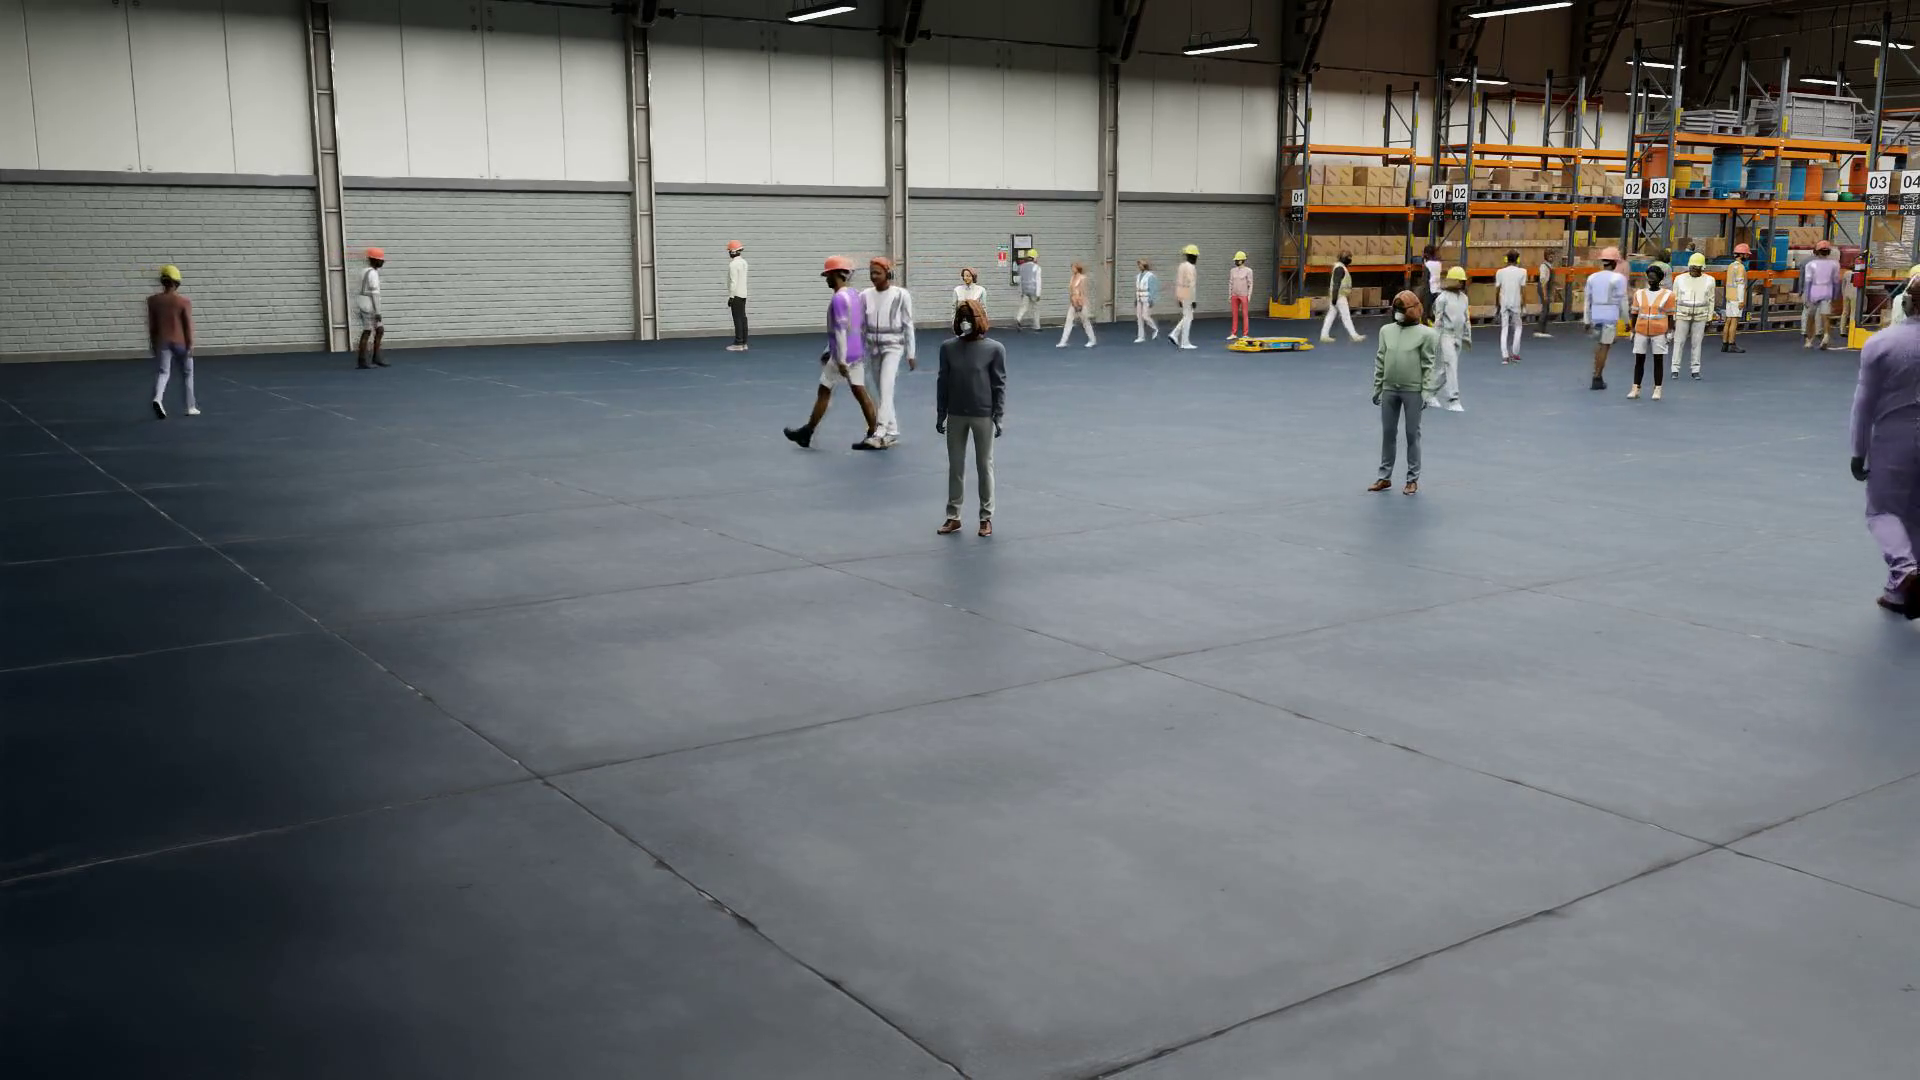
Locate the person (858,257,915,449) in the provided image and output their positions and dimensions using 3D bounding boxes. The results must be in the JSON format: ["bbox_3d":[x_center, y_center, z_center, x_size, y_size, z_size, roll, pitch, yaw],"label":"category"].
[{"bbox_3d":[-0.806,-1.802,16.147,0.619,1.848,0.869,6,12,29],"label":"person"}]

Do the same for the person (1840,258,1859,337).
[{"bbox_3d":[18.208,-4.936,33.933,0.283,1.633,0.501,-3,11,-18],"label":"person"}]

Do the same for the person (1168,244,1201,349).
[{"bbox_3d":[4.191,-4.476,30.648,0.463,1.913,0.602,-2,11,-11],"label":"person"}]

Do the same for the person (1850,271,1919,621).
[{"bbox_3d":[5.120,-0.488,8.891,0.639,1.885,0.737,1,10,8],"label":"person"}]

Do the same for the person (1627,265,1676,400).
[{"bbox_3d":[8.748,-2.618,21.050,0.539,1.695,0.318,8,13,37],"label":"person"}]

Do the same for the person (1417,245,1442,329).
[{"bbox_3d":[9.333,-4.903,33.029,0.541,1.897,0.597,8,13,38],"label":"person"}]

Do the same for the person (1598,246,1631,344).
[{"bbox_3d":[12.379,-4.670,31.812,0.838,1.874,0.665,-7,12,-33],"label":"person"}]

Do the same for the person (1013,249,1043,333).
[{"bbox_3d":[1.476,-5.328,35.622,0.599,1.809,0.769,9,13,39],"label":"person"}]

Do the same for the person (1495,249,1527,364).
[{"bbox_3d":[9.027,-3.819,27.208,0.530,1.843,0.766,6,12,30],"label":"person"}]

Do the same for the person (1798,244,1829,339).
[{"bbox_3d":[17.276,-5.027,33.595,0.635,1.937,0.354,9,14,42],"label":"person"}]

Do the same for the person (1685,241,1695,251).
[{"bbox_3d":[18.050,-6.413,41.195,0.359,1.938,0.635,-4,11,-22],"label":"person"}]

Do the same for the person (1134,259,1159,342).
[{"bbox_3d":[3.627,-4.666,32.479,0.432,1.624,0.533,-7,12,-32],"label":"person"}]

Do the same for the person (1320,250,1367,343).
[{"bbox_3d":[7.486,-4.736,32.399,0.950,1.780,0.749,3,11,15],"label":"person"}]

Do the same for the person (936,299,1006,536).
[{"bbox_3d":[0.071,-0.841,11.483,0.498,1.634,0.279,4,11,19],"label":"person"}]

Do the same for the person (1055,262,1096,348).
[{"bbox_3d":[2.204,-4.374,30.977,0.850,1.598,0.533,-6,12,-28],"label":"person"}]

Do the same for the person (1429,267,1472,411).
[{"bbox_3d":[5.846,-2.401,19.904,0.497,1.729,0.799,-7,12,-32],"label":"person"}]

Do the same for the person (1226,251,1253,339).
[{"bbox_3d":[5.610,-4.886,33.302,0.526,1.765,0.329,9,14,40],"label":"person"}]

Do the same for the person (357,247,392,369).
[{"bbox_3d":[-9.148,-3.609,25.935,0.643,1.895,0.549,-4,11,-21],"label":"person"}]

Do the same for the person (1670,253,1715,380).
[{"bbox_3d":[10.567,-3.222,24.020,0.586,1.823,0.403,3,11,16],"label":"person"}]

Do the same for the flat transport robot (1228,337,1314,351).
[{"bbox_3d":[5.628,-3.555,30.099,1.431,0.197,0.652,-5,12,-27],"label":"flat transport robot"}]

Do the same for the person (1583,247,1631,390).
[{"bbox_3d":[8.772,-2.985,22.467,0.665,1.914,0.554,-7,12,-33],"label":"person"}]

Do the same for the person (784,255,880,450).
[{"bbox_3d":[-1.198,-1.806,16.109,1.021,1.871,0.546,3,11,17],"label":"person"}]

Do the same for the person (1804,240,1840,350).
[{"bbox_3d":[15.740,-4.463,30.372,0.622,2.010,1.002,2,11,12],"label":"person"}]

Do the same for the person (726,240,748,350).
[{"bbox_3d":[-4.055,-4.445,30.250,0.376,1.995,0.612,2,11,13],"label":"person"}]

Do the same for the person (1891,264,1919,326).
[{"bbox_3d":[10.999,-2.310,19.203,0.527,1.746,0.692,1,10,6],"label":"person"}]

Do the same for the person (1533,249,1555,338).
[{"bbox_3d":[11.947,-5.024,33.960,0.378,1.817,0.552,6,12,30],"label":"person"}]

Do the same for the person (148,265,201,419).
[{"bbox_3d":[-8.996,-2.249,18.939,0.531,1.742,0.798,0,10,-2],"label":"person"}]

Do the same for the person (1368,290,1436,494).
[{"bbox_3d":[3.554,-1.185,13.370,0.499,1.633,0.278,9,14,40],"label":"person"}]

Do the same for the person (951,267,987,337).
[{"bbox_3d":[0.126,-2.972,23.150,0.514,1.641,0.308,4,11,20],"label":"person"}]

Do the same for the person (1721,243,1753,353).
[{"bbox_3d":[13.838,-4.297,29.602,0.363,1.934,0.552,1,10,4],"label":"person"}]

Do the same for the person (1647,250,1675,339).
[{"bbox_3d":[14.090,-4.907,33.369,0.971,1.789,0.646,-1,10,-7],"label":"person"}]
